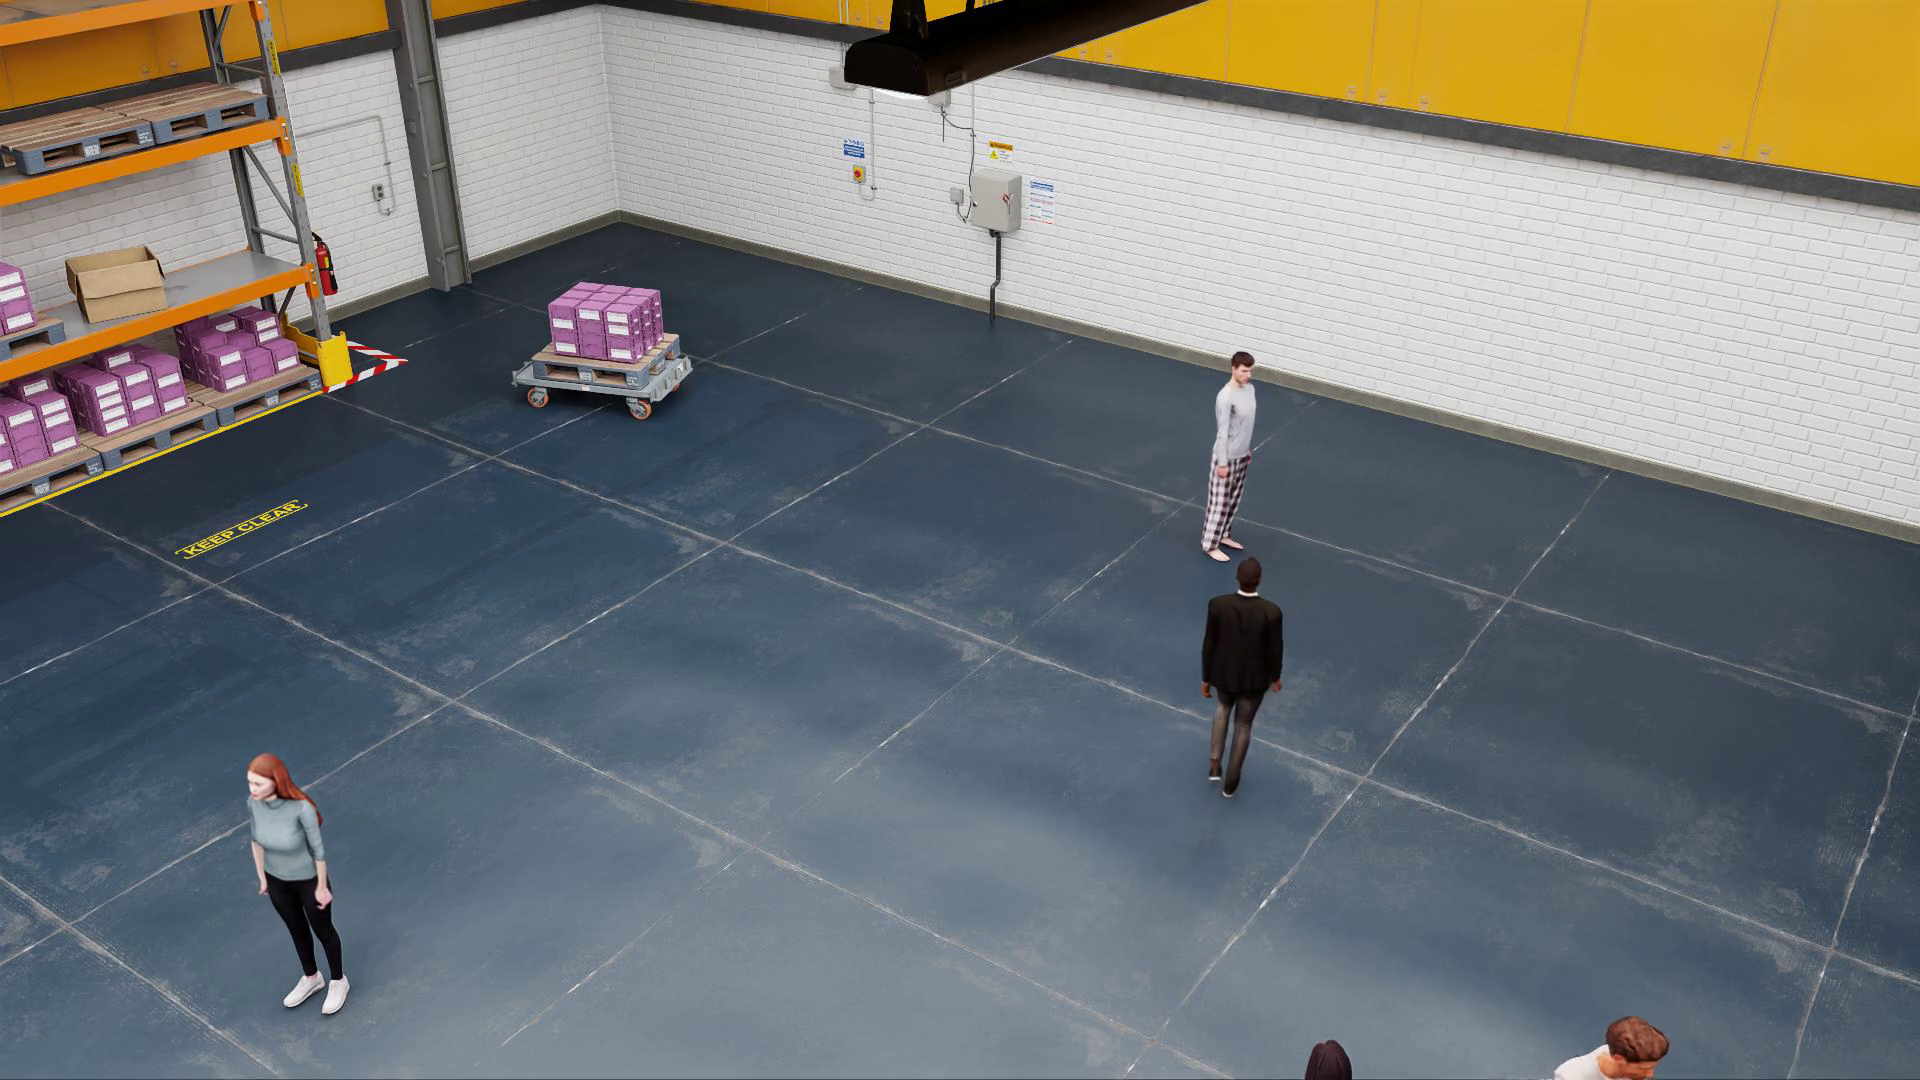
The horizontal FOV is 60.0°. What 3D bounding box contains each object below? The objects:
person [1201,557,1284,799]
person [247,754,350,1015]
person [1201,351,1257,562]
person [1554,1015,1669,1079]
[{"bbox_3d":[1.840,0.955,10.990,0.719,1.789,0.686,11,31,20],"label":"person"},{"bbox_3d":[-3.702,1.910,9.290,0.648,1.742,0.624,8,30,14],"label":"person"},{"bbox_3d":[2.280,-0.731,14.022,0.697,1.846,0.495,22,35,34],"label":"person"},{"bbox_3d":[2.738,2.784,7.566,0.838,1.859,0.936,-15,32,-26],"label":"person"}]
